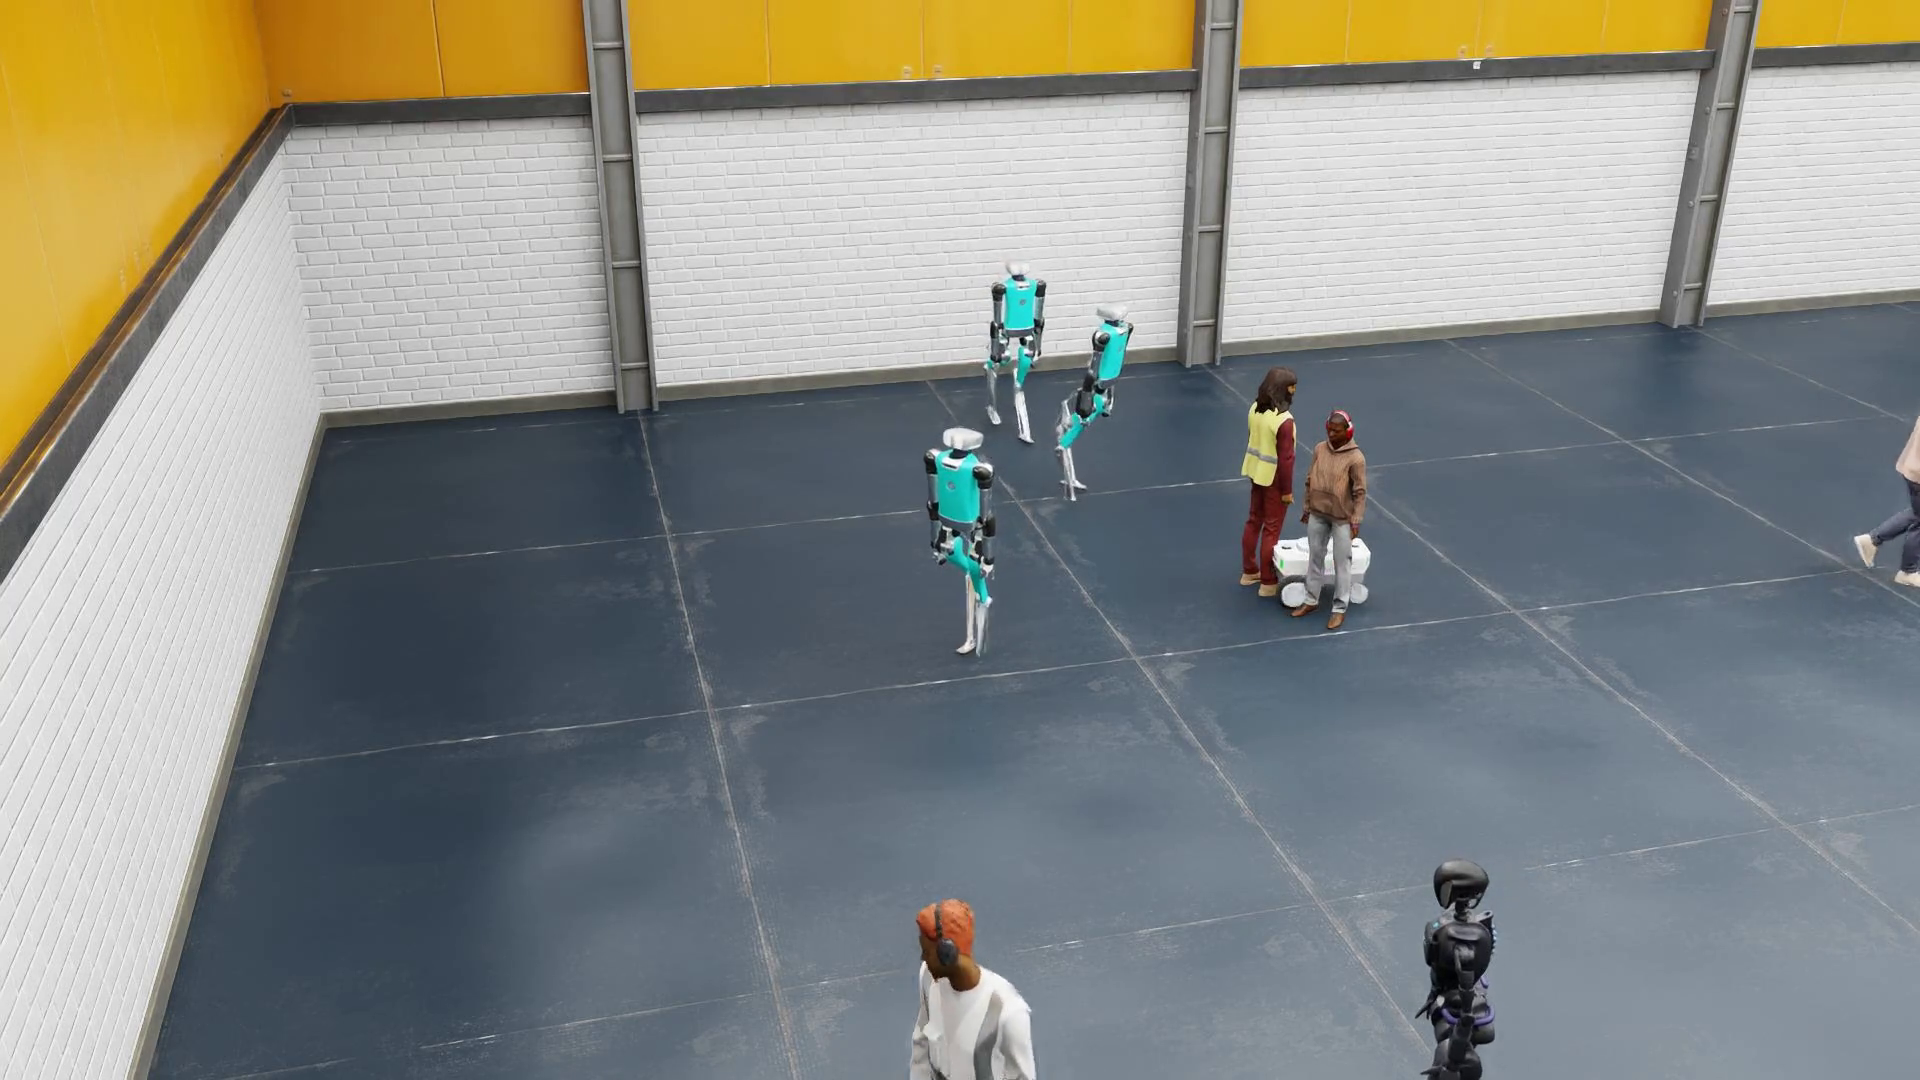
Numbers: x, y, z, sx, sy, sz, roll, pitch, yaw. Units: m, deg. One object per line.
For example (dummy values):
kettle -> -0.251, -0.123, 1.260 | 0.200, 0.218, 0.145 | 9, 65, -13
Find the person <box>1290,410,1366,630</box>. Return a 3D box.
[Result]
person -> 2.696, -0.164, 12.012 | 0.471, 1.650, 0.316 | 20, 31, 38

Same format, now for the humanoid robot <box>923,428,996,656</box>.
humanoid robot -> 0.124, 0.053, 11.531 | 0.540, 1.873, 0.737 | 16, 28, 32

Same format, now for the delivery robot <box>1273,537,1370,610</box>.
delivery robot -> 2.675, 0.204, 12.565 | 0.791, 0.614, 0.499 | -2, 24, -3

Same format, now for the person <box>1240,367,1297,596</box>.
person -> 2.320, -0.437, 12.485 | 0.376, 1.775, 0.466 | -10, 26, -22

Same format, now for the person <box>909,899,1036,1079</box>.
person -> 0.054, 2.209, 6.386 | 0.619, 1.857, 0.377 | 20, 31, 38

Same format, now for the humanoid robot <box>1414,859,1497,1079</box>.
humanoid robot -> 2.048, 2.041, 7.025 | 0.756, 1.621, 0.610 | 3, 24, 6

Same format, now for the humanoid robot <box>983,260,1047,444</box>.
humanoid robot -> 0.445, -1.835, 15.773 | 0.530, 1.779, 1.024 | -8, 25, -18

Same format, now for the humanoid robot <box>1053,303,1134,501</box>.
humanoid robot -> 1.038, -1.175, 14.260 | 0.797, 1.817, 0.556 | 15, 28, 31

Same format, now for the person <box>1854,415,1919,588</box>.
person -> 7.283, -0.498, 12.543 | 0.566, 1.835, 0.851 | 10, 26, 22
